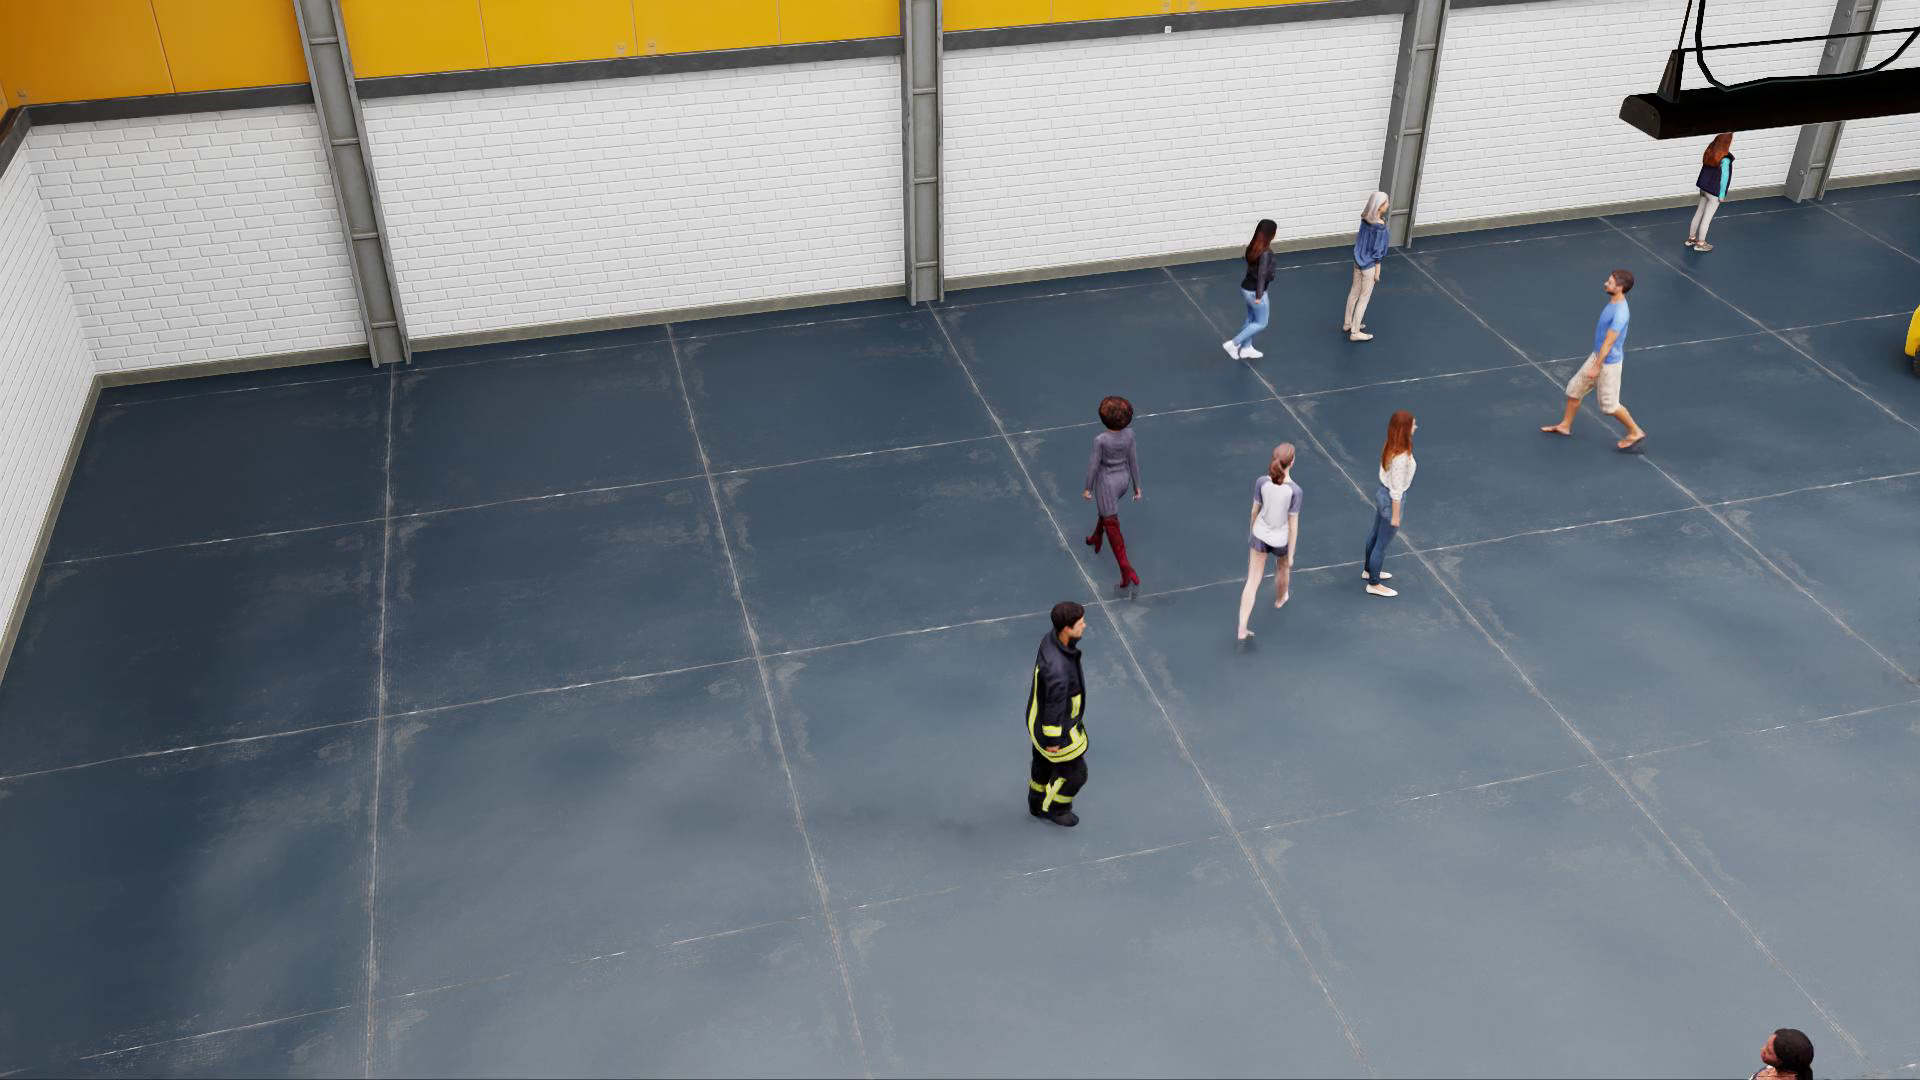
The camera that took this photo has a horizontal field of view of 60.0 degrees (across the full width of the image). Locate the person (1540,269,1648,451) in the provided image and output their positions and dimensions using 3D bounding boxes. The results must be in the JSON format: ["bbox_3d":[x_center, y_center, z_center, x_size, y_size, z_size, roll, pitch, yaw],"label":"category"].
[{"bbox_3d":[6.357,-1.721,16.138,1.282,1.841,0.990,6,34,8],"label":"person"}]

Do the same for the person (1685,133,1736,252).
[{"bbox_3d":[9.172,-4.285,20.304,0.571,1.500,0.567,-7,34,-11],"label":"person"}]

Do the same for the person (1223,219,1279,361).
[{"bbox_3d":[3.071,-2.638,17.716,0.773,1.621,0.701,-6,34,-9],"label":"person"}]

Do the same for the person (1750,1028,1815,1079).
[{"bbox_3d":[4.314,3.254,8.768,1.174,1.715,1.012,12,36,18],"label":"person"}]

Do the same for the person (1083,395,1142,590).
[{"bbox_3d":[1.359,-0.379,14.279,1.194,1.665,0.875,-18,38,-25],"label":"person"}]

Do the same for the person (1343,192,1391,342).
[{"bbox_3d":[4.446,-3.018,18.219,0.548,1.697,0.597,-8,34,-12],"label":"person"}]

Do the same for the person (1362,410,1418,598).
[{"bbox_3d":[3.653,-0.336,14.156,0.611,1.728,0.634,3,34,4],"label":"person"}]

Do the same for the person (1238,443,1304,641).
[{"bbox_3d":[2.514,0.048,13.585,1.113,1.722,1.142,17,37,23],"label":"person"}]

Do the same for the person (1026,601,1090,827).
[{"bbox_3d":[0.588,1.231,11.635,0.843,1.910,0.895,2,34,4],"label":"person"}]
